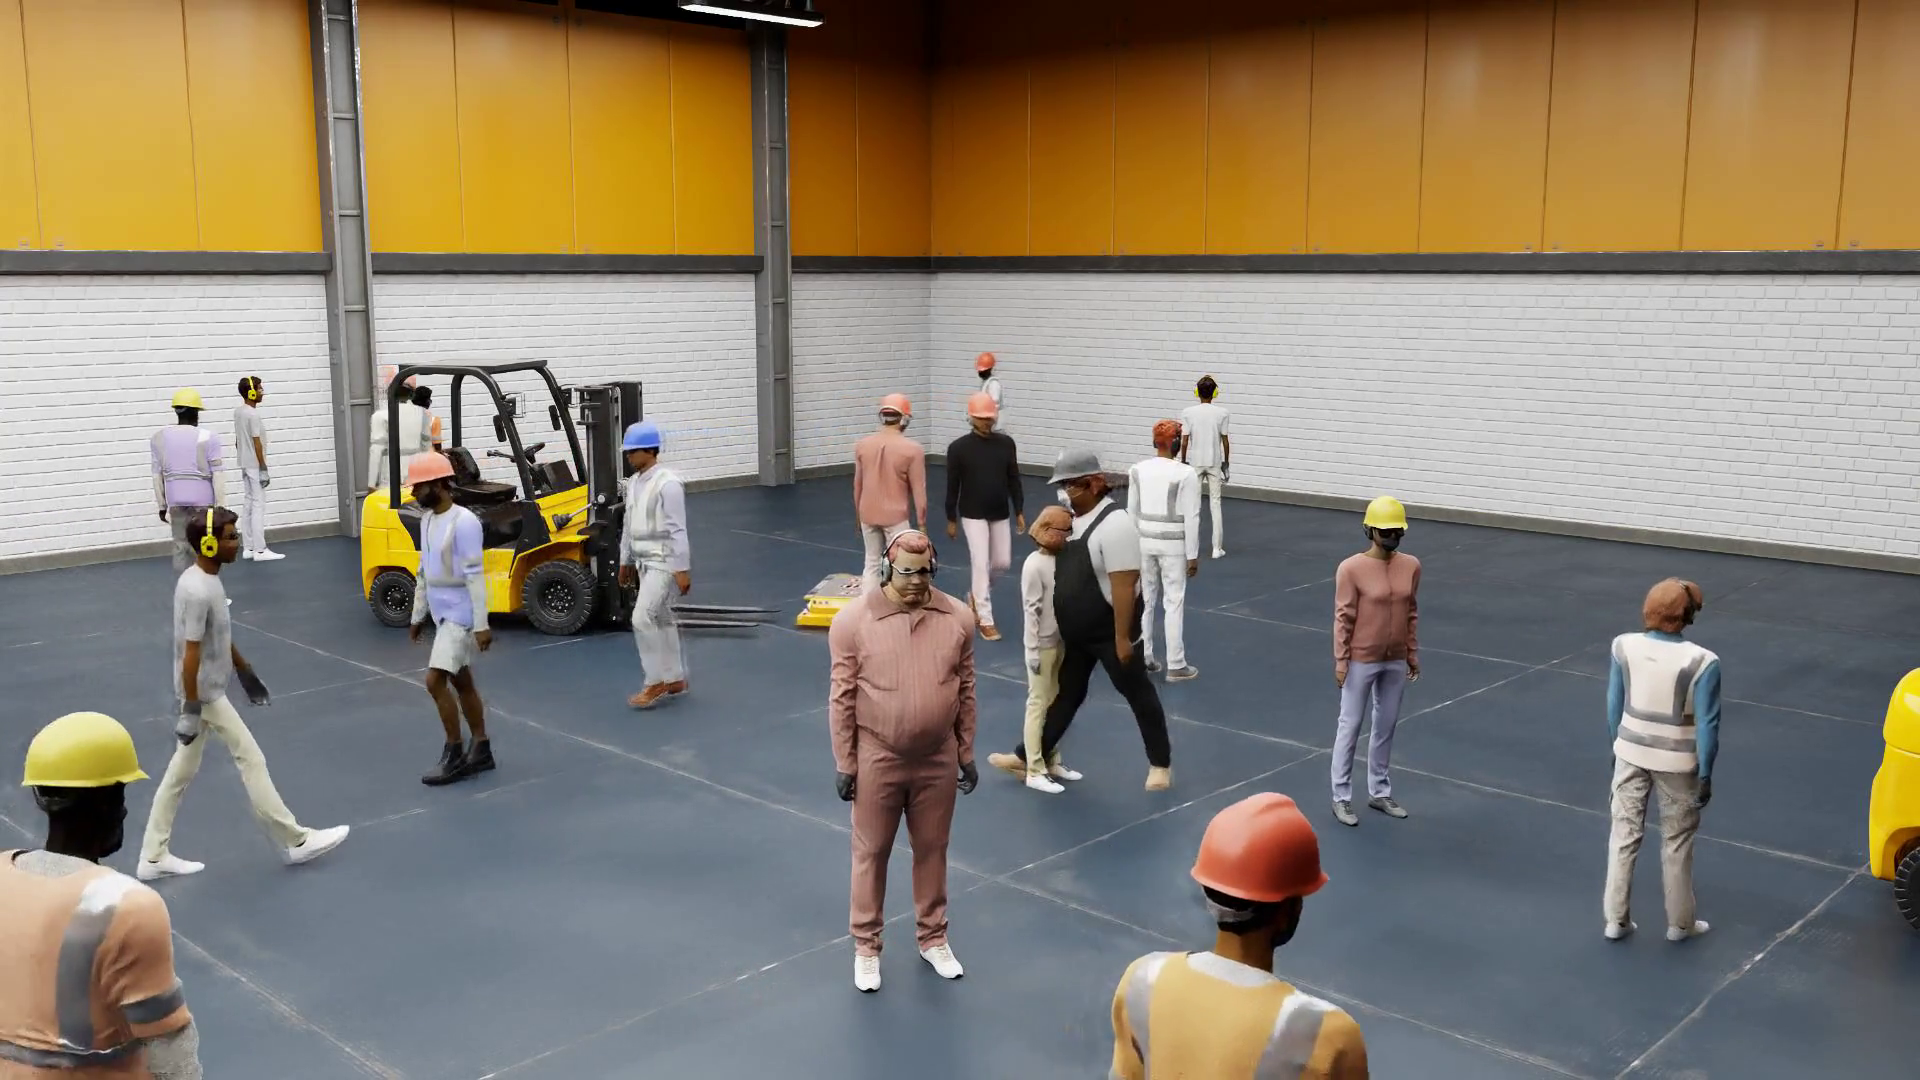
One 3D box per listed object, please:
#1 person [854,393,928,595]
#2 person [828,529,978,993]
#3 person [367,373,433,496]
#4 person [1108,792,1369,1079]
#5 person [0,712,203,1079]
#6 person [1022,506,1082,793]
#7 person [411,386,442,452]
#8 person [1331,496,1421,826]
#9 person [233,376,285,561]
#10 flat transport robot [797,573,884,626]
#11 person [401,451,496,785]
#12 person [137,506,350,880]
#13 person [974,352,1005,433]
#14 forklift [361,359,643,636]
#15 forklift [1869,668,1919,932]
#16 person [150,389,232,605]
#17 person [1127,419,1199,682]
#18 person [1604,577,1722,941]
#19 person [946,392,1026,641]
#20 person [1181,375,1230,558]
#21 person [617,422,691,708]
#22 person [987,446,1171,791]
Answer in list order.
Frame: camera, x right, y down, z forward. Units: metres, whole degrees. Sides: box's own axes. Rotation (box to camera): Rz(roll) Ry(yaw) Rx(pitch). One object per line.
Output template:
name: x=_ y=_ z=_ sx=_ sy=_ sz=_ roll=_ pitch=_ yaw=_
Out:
person: x=-0.528 y=-0.178 z=13.232 sx=0.646 sy=1.968 sz=0.463 roll=4 pitch=10 yaw=25
person: x=-0.217 y=0.895 z=6.856 sx=0.639 sy=1.903 sz=0.409 roll=-3 pitch=10 yaw=-19
person: x=-5.275 y=-0.586 z=15.653 sx=0.395 sy=2.004 sz=0.742 roll=8 pitch=12 yaw=41
person: x=0.653 y=1.446 z=3.455 sx=0.850 sy=1.903 sz=0.565 roll=-8 pitch=12 yaw=-42
person: x=-2.048 y=1.353 z=4.006 sx=0.607 sy=1.906 sz=0.483 roll=5 pitch=10 yaw=27
person: x=0.531 y=0.608 z=9.454 sx=0.308 sy=1.626 sz=0.500 roll=6 pitch=11 yaw=31
person: x=-5.836 y=-0.821 z=18.037 sx=0.535 sy=1.690 sz=0.320 roll=3 pitch=10 yaw=17
person: x=2.228 y=0.637 z=8.847 sx=0.533 sy=1.767 sz=0.327 roll=-4 pitch=10 yaw=-22
person: x=-7.155 y=-0.726 z=16.884 sx=0.521 sy=1.874 sz=0.327 roll=9 pitch=13 yaw=44
flat transport robot: x=-0.922 y=0.502 z=14.246 sx=0.652 sy=0.197 sz=1.431 roll=1 pitch=9 yaw=7
person: x=-2.999 y=0.446 z=9.563 sx=0.642 sy=1.910 sz=0.580 roll=-8 pitch=12 yaw=-42
person: x=-3.566 y=0.738 z=8.087 sx=0.992 sy=1.816 sz=0.511 roll=-5 pitch=11 yaw=-28
person: x=0.383 y=-1.477 z=21.417 sx=0.525 sy=1.890 sz=0.569 roll=-3 pitch=10 yaw=-19
forklift: x=-3.850 y=-0.407 z=13.936 sx=2.313 sy=2.155 sz=1.214 roll=2 pitch=9 yaw=11
forklift: x=5.205 y=0.723 z=7.013 sx=2.313 sy=2.155 sz=1.214 roll=9 pitch=13 yaw=43
person: x=-6.654 y=-0.344 z=14.394 sx=0.589 sy=1.918 sz=0.392 roll=-1 pitch=9 yaw=-5
person: x=1.461 y=0.073 z=11.952 sx=0.574 sy=1.882 sz=0.358 roll=8 pitch=12 yaw=40
person: x=3.068 y=0.964 z=7.273 sx=0.363 sy=1.638 sz=0.521 roll=-8 pitch=12 yaw=-40
person: x=0.195 y=-0.216 z=13.456 sx=0.633 sy=1.969 sz=0.795 roll=-4 pitch=10 yaw=-23
person: x=2.504 y=-0.744 z=16.993 sx=0.518 sy=1.874 sz=0.330 roll=2 pitch=9 yaw=10
person: x=-2.127 y=0.171 z=11.191 sx=0.653 sy=1.924 sz=0.655 roll=-7 pitch=11 yaw=-36
person: x=0.756 y=0.412 z=9.384 sx=1.042 sy=2.000 sz=0.737 roll=-4 pitch=10 yaw=-26
